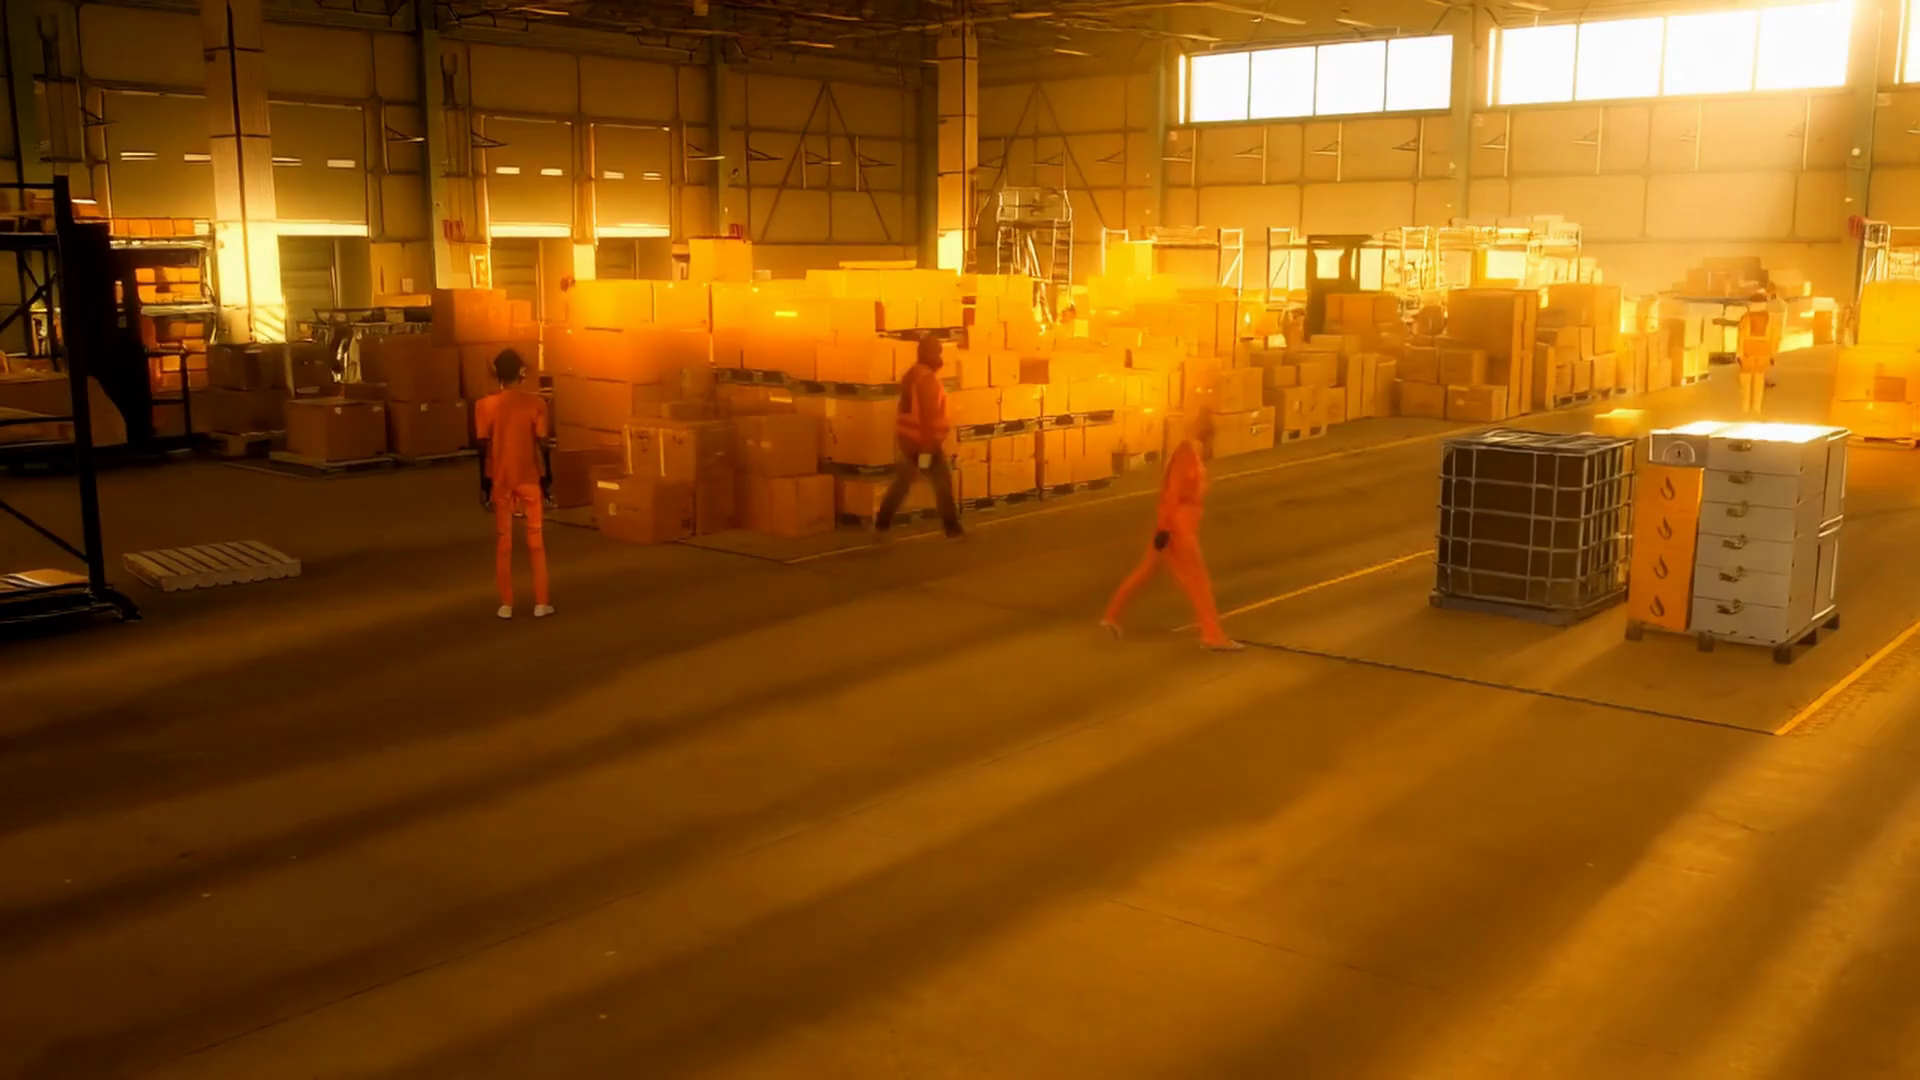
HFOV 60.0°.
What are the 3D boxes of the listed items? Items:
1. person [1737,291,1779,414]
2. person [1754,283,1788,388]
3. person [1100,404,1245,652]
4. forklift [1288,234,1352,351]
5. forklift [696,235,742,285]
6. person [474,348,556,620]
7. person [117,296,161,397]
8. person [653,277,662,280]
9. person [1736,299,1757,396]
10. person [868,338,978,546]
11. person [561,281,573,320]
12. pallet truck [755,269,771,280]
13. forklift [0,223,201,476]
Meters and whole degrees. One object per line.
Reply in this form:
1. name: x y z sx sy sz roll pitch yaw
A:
1. person: 12.338 -2.894 25.723 0.571 1.882 1.009 4 11 23
2. person: 14.675 -3.702 30.214 0.638 1.913 0.602 2 10 10
3. person: 1.338 -0.090 10.614 0.917 1.581 0.547 1 10 8
4. forklift: 7.697 -5.002 34.874 1.129 2.768 1.873 -1 10 -8
5. forklift: -5.101 -5.116 35.521 1.129 2.768 1.873 -7 12 -36
6. person: -3.046 -0.379 11.430 0.510 1.870 0.328 -2 10 -11
7. person: -11.039 -2.326 22.319 0.351 1.935 0.635 6 12 31
8. person: -6.521 -4.725 36.012 0.636 1.931 0.377 -5 11 -25
9. person: 13.732 -3.334 28.824 0.533 1.668 0.793 3 10 14
10. person: -0.354 -0.822 14.207 0.947 1.793 0.643 -5 11 -24
11. person: -10.164 -5.834 42.964 0.367 1.685 0.543 -3 10 -14
12. pallet truck: -4.996 -6.432 45.525 1.885 1.965 0.823 -6 12 -32
13. forklift: -10.014 -2.233 19.103 1.129 2.768 1.873 8 13 40
